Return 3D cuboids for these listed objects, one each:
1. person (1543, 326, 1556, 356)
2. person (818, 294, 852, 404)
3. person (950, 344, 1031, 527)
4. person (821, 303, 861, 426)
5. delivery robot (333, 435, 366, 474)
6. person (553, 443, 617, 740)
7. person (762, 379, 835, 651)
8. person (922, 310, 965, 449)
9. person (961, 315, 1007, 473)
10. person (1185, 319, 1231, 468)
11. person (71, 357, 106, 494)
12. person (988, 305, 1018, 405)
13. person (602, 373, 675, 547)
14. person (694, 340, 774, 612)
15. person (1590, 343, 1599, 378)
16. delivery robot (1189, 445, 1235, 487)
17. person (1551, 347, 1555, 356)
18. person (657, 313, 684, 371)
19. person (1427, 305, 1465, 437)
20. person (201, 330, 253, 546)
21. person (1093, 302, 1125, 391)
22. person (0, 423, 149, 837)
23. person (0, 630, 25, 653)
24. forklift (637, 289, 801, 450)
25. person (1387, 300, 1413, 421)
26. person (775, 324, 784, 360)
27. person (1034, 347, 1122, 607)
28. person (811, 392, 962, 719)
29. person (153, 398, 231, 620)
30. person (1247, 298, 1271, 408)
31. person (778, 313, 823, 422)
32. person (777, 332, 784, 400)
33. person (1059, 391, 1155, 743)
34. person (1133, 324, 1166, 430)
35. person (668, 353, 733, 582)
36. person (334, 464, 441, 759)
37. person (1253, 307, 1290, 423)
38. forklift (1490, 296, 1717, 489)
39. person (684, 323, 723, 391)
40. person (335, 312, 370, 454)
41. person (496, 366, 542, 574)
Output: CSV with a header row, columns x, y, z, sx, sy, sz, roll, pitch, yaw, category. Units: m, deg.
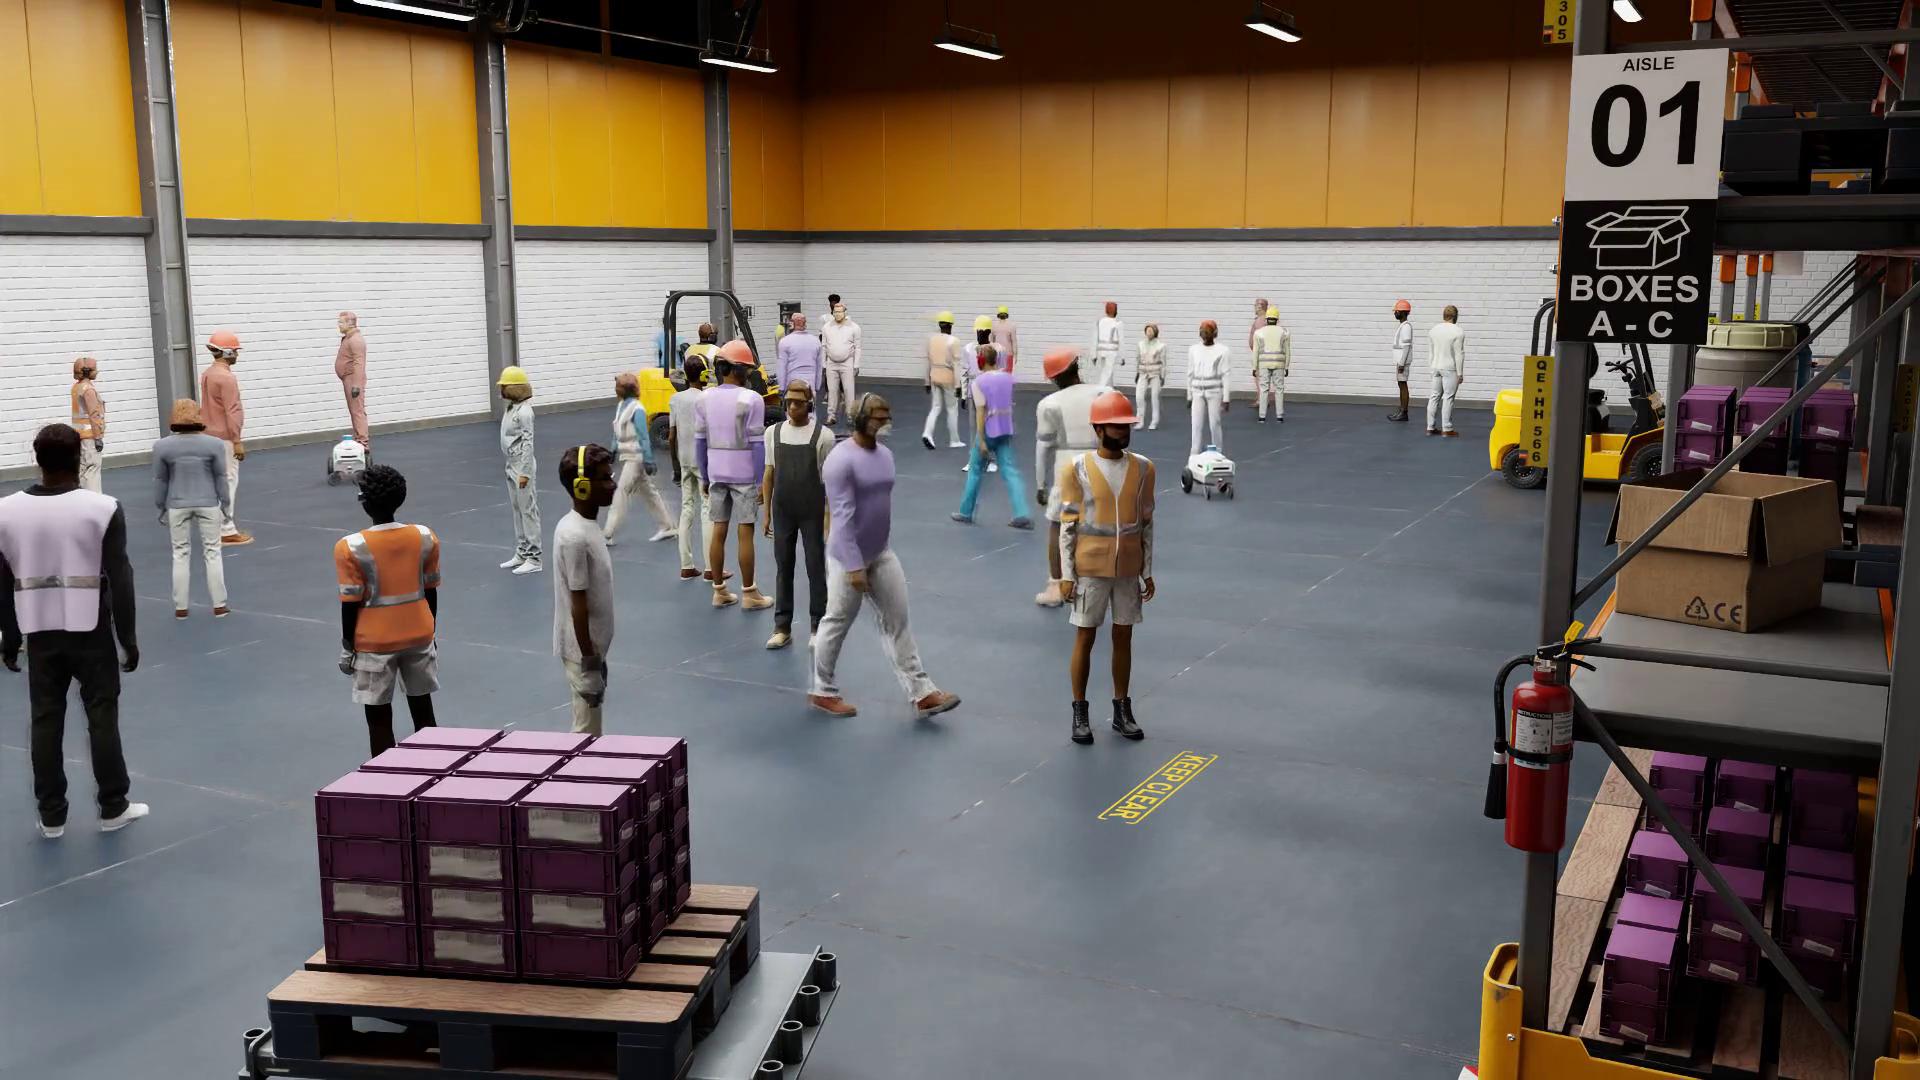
x,y,z,sx,sy,sz,roll,pitch,yaw,category
9.181,-2.594,25.360,0.632,1.833,0.507,-1,10,-8,person
-2.224,-3.389,29.568,0.603,1.966,0.368,0,10,1,person
0.326,-1.022,16.369,0.569,1.809,0.954,-9,14,-43,person
-1.869,-2.733,25.942,0.643,1.908,0.408,2,10,9,person
-7.148,-0.985,19.458,0.477,0.478,0.707,-4,10,-20,delivery robot
-1.607,0.511,7.264,0.326,1.874,0.519,-2,10,-13,person
-1.092,-0.167,11.265,0.508,1.847,0.345,2,10,10,person
-0.227,-2.184,22.771,0.596,1.907,0.754,7,12,34,person
0.284,-1.790,20.416,0.587,1.930,0.359,4,10,21,person
3.073,-1.795,20.643,0.584,1.891,0.490,6,11,31,person
-8.806,-1.027,16.838,0.309,1.639,0.523,-9,13,-43,person
0.761,-3.251,29.351,0.533,1.767,0.314,3,10,16,person
-3.030,-0.741,15.317,0.879,1.591,0.509,-5,11,-25,person
-1.693,-0.479,12.521,0.609,2.034,0.404,5,11,27,person
8.714,-2.369,23.446,0.535,2.000,0.684,0,10,2,person
2.785,-0.806,18.422,0.477,0.478,0.707,-2,10,-9,delivery robot
7.836,-1.924,21.642,0.722,1.792,0.495,-7,12,-37,person
-4.832,-2.939,27.780,0.539,1.684,0.419,8,13,39,person
7.122,-2.472,24.387,0.377,1.931,0.628,-6,11,-31,person
-6.774,-0.946,15.386,0.409,1.982,0.627,-8,12,-38,person
2.560,-3.231,29.036,0.587,1.848,0.949,8,13,39,person
-4.130,0.426,7.681,0.619,1.911,0.395,-1,10,-8,person
-6.456,-0.012,10.970,0.276,1.635,0.505,0,10,2,person
-3.358,-2.392,23.136,2.313,2.155,1.214,-1,10,-5,forklift
7.066,-2.872,26.652,0.361,1.939,0.542,2,10,10,person
-2.664,-2.787,26.445,0.429,1.840,0.636,-8,13,-40,person
0.884,-0.454,12.542,0.681,1.989,0.427,0,10,1,person
-0.469,0.117,9.474,0.959,1.894,0.645,7,12,34,person
-5.637,-0.227,12.241,0.517,1.627,0.283,-3,10,-18,person
5.207,-3.235,28.848,0.403,1.906,0.650,5,11,28,person
-2.126,-2.041,21.972,0.645,1.901,0.397,-7,12,-36,person
-2.661,-2.659,25.918,0.316,1.769,0.523,-6,11,-31,person
0.818,0.149,9.153,0.550,1.941,0.347,-2,10,-14,person
2.849,-2.455,25.147,0.551,1.609,0.656,6,11,31,person
-2.150,-0.593,13.655,0.520,1.873,0.335,5,11,27,person
-2.708,0.483,7.919,0.318,1.700,0.535,8,13,39,person
4.918,-2.757,26.289,0.588,1.834,0.404,1,10,7,person
7.296,-1.677,18.993,2.313,2.155,1.214,5,11,27,forklift
-3.047,-1.716,20.243,0.637,1.842,0.429,7,12,33,person
-8.140,-2.095,22.250,0.407,1.905,0.655,-5,11,-26,person
-3.722,-0.585,14.027,0.348,1.750,0.491,-6,11,-31,person
